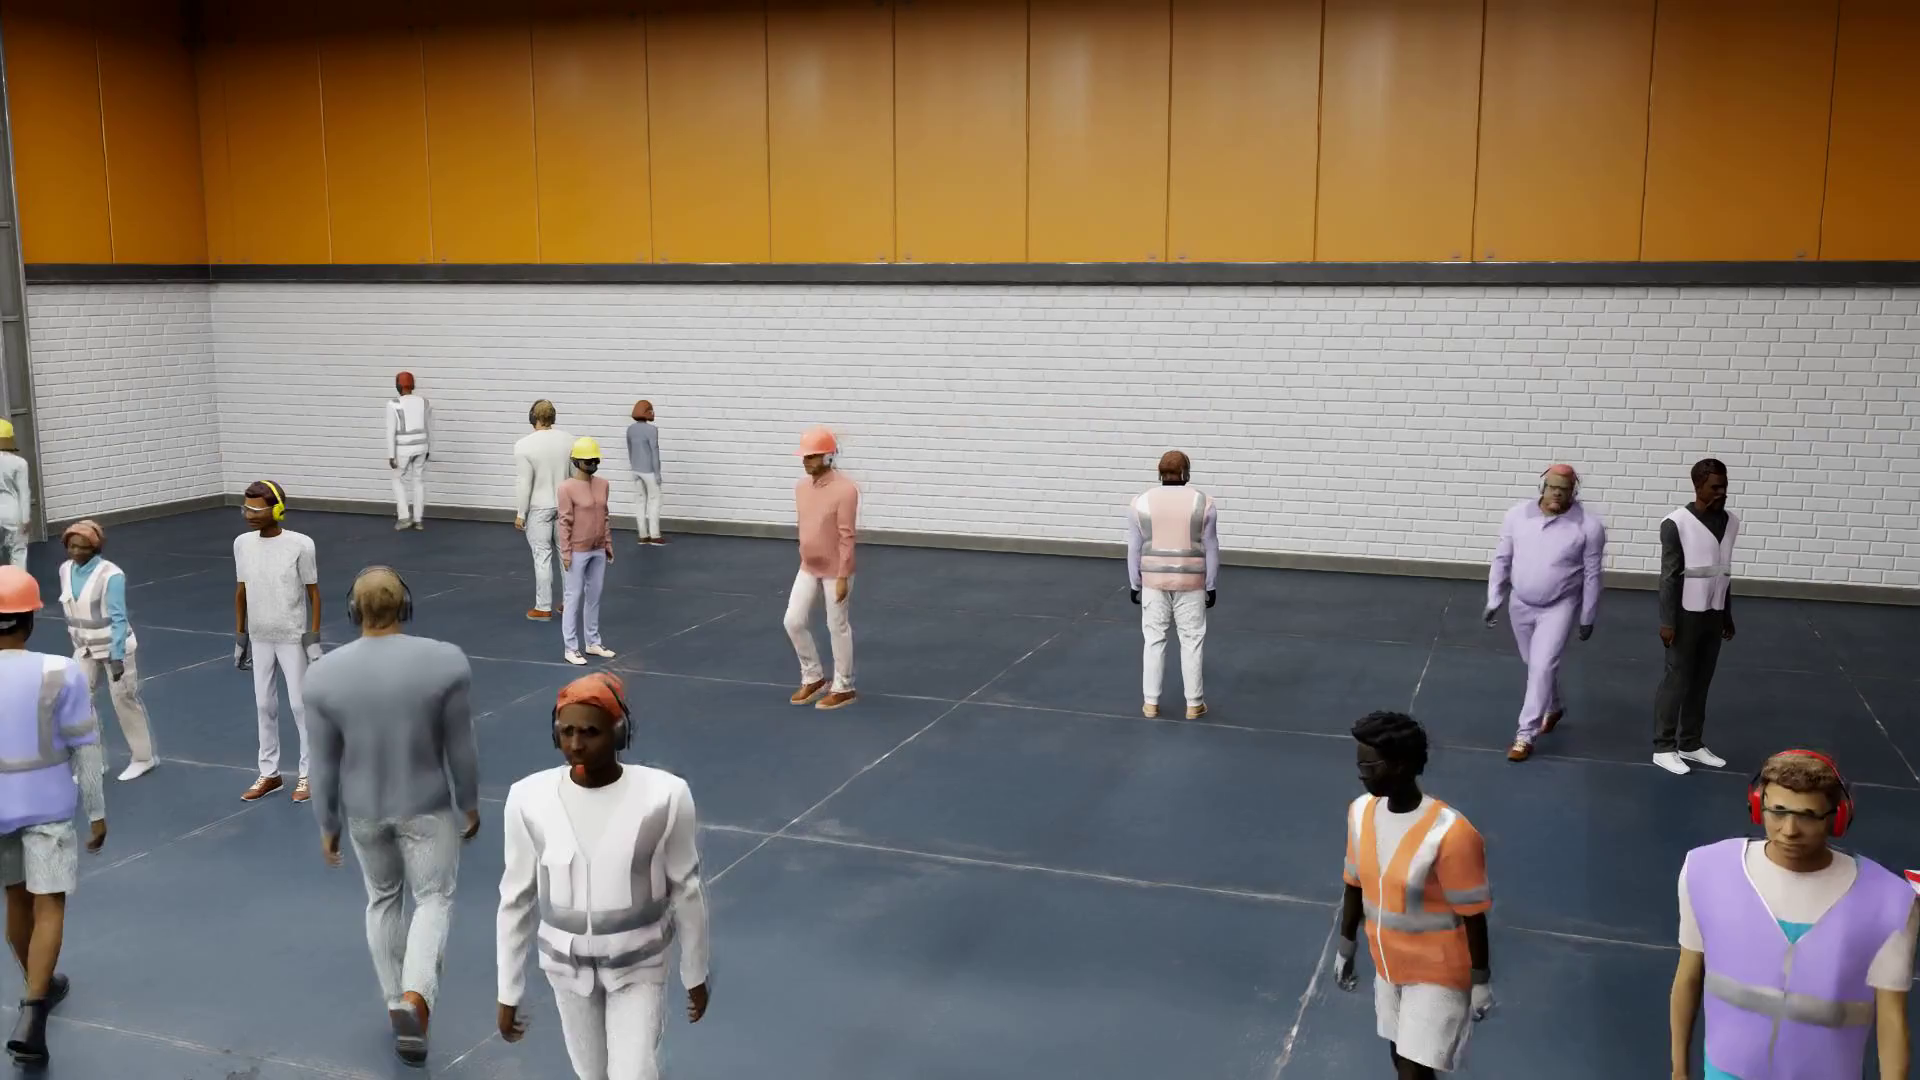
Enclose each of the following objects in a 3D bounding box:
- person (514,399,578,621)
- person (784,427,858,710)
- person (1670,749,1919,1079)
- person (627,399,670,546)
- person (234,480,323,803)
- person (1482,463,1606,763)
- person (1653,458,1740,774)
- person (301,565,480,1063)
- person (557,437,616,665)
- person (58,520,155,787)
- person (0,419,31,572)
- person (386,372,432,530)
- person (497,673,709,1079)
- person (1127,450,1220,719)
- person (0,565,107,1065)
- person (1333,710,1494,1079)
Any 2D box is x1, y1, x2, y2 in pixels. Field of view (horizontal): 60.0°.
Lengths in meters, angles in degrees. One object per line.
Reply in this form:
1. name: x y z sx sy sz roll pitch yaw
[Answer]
1. person: -3.595 -0.260 14.496 0.370 1.941 0.627 9 13 44
2. person: -0.954 0.211 11.469 0.615 1.975 0.532 7 12 39
3. person: 2.127 1.441 4.309 0.566 1.827 0.576 5 10 26
4. person: -3.484 -0.746 18.468 0.541 1.624 0.341 8 12 40
5. person: -3.907 0.579 9.522 0.528 1.865 0.313 1 9 7
6. person: 3.738 0.413 10.601 0.644 1.854 1.031 8 12 42
7. person: 4.485 0.452 10.148 0.600 1.915 0.376 -5 10 -27
8. person: -2.190 1.051 6.421 0.632 1.916 0.757 -1 9 -9
9. person: -2.891 0.077 12.940 0.330 1.767 0.528 6 11 32
10. person: -5.031 0.665 9.769 0.531 1.604 0.614 3 10 20
11. person: -8.551 -0.204 14.816 0.489 1.731 0.603 -1 9 -6
12. person: -6.459 -1.041 19.528 0.599 1.877 0.426 -9 12 -43
13. person: -1.084 1.325 4.927 0.599 1.846 0.905 1 9 4
14. person: 1.452 0.305 11.315 0.621 1.837 0.429 2 9 13
15. person: -3.661 1.055 6.475 0.557 1.907 0.932 -3 10 -15
16. person: 1.447 1.356 5.313 0.423 1.662 0.546 -4 10 -25
